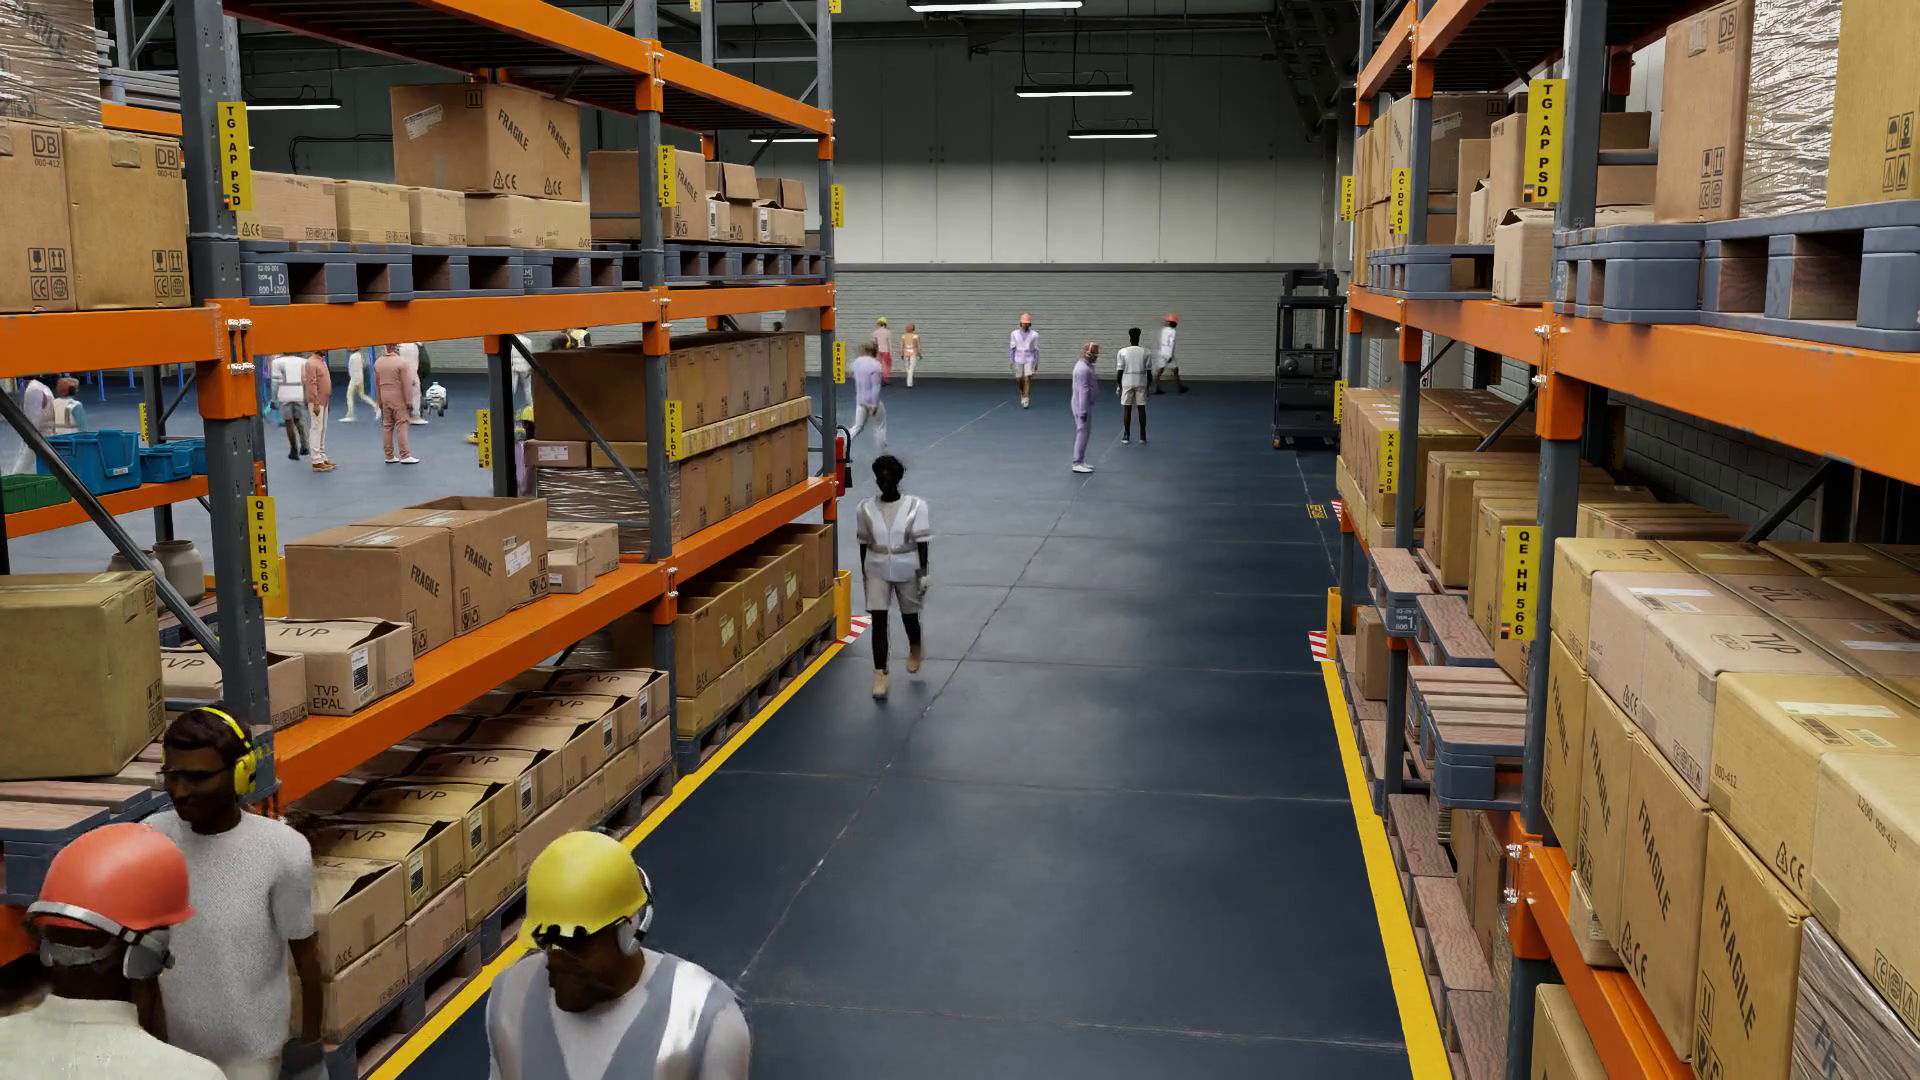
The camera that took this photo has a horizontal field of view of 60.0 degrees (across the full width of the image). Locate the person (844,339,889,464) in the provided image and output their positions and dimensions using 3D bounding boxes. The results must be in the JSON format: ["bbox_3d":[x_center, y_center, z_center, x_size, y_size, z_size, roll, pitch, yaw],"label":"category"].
[{"bbox_3d":[-1.432,-2.096,25.191,0.631,1.904,0.967,9,13,44],"label":"person"}]

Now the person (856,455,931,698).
[{"bbox_3d":[-0.455,0.216,11.625,0.532,1.668,0.724,1,9,5],"label":"person"}]

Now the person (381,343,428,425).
[{"bbox_3d":[-10.521,-3.097,31.442,0.668,1.878,0.821,6,11,33],"label":"person"}]

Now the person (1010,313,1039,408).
[{"bbox_3d":[1.391,-3.856,35.677,0.624,2.019,0.797,2,9,11],"label":"person"}]

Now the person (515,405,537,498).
[{"bbox_3d":[-3.471,-0.150,13.318,0.960,1.849,0.599,-5,11,-29],"label":"person"}]

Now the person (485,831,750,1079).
[{"bbox_3d":[-0.707,1.457,3.562,0.609,1.813,0.559,1,9,9],"label":"person"}]

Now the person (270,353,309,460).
[{"bbox_3d":[-10.426,-2.219,25.862,0.399,1.921,0.550,9,13,44],"label":"person"}]

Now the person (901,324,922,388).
[{"bbox_3d":[-1.244,-4.609,41.687,0.516,1.623,0.831,4,10,24],"label":"person"}]

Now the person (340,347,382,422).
[{"bbox_3d":[-11.649,-3.100,32.270,0.730,1.606,0.501,-1,9,-4],"label":"person"}]

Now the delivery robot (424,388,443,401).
[{"bbox_3d":[-10.691,-2.957,33.670,0.335,0.223,0.698,-1,9,-5],"label":"delivery robot"}]

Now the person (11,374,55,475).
[{"bbox_3d":[-11.640,-1.351,20.972,0.984,1.793,0.632,-5,11,-30],"label":"person"}]

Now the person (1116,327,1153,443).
[{"bbox_3d":[2.960,-2.630,28.273,0.614,1.962,0.366,0,9,-1],"label":"person"}]

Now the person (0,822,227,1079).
[{"bbox_3d":[-1.590,1.489,2.960,0.646,1.940,1.046,2,9,11],"label":"person"}]

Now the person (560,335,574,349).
[{"bbox_3d":[-6.800,-2.615,28.644,0.538,1.828,0.970,8,12,42],"label":"person"}]

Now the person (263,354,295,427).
[{"bbox_3d":[-12.817,-3.036,31.194,0.498,1.829,0.574,-3,10,-20],"label":"person"}]

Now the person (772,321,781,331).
[{"bbox_3d":[-4.473,-4.590,41.239,0.472,1.662,0.549,-9,13,-43],"label":"person"}]

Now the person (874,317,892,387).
[{"bbox_3d":[-1.907,-4.743,42.003,0.537,1.739,0.617,3,10,20],"label":"person"}]

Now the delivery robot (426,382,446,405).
[{"bbox_3d":[-11.178,-3.123,35.489,0.477,0.478,0.707,-2,9,-11],"label":"delivery robot"}]

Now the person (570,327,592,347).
[{"bbox_3d":[-8.552,-4.098,37.706,0.627,1.843,0.429,7,12,37],"label":"person"}]

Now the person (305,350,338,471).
[{"bbox_3d":[-9.412,-2.029,24.470,0.383,1.996,0.609,-1,9,-5],"label":"person"}]

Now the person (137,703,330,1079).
[{"bbox_3d":[-1.891,1.301,4.387,0.527,1.850,0.741,2,10,15],"label":"person"}]

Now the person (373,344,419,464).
[{"bbox_3d":[-8.563,-2.114,25.265,0.638,1.911,0.402,4,10,24],"label":"person"}]

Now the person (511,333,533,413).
[{"bbox_3d":[-9.062,-3.552,34.181,0.614,1.906,0.986,2,9,10],"label":"person"}]

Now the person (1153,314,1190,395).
[{"bbox_3d":[4.992,-4.397,39.420,0.975,1.879,0.556,-5,11,-29],"label":"person"}]

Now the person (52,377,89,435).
[{"bbox_3d":[-10.827,-1.175,20.356,0.531,1.621,0.506,5,11,30],"label":"person"}]

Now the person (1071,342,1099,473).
[{"bbox_3d":[1.816,-1.929,24.205,0.399,1.886,0.666,1,9,8],"label":"person"}]

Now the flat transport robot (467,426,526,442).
[{"bbox_3d":[-7.717,-1.837,28.721,1.431,0.197,0.652,-5,10,-27],"label":"flat transport robot"}]

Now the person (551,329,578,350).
[{"bbox_3d":[-7.914,-3.431,33.279,0.630,1.950,1.009,2,9,11],"label":"person"}]

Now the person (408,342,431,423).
[{"bbox_3d":[-10.536,-3.258,32.042,0.672,2.000,0.716,0,9,2],"label":"person"}]

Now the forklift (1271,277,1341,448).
[{"bbox_3d":[5.847,-3.016,27.970,1.129,2.768,1.873,1,9,9],"label":"forklift"}]
